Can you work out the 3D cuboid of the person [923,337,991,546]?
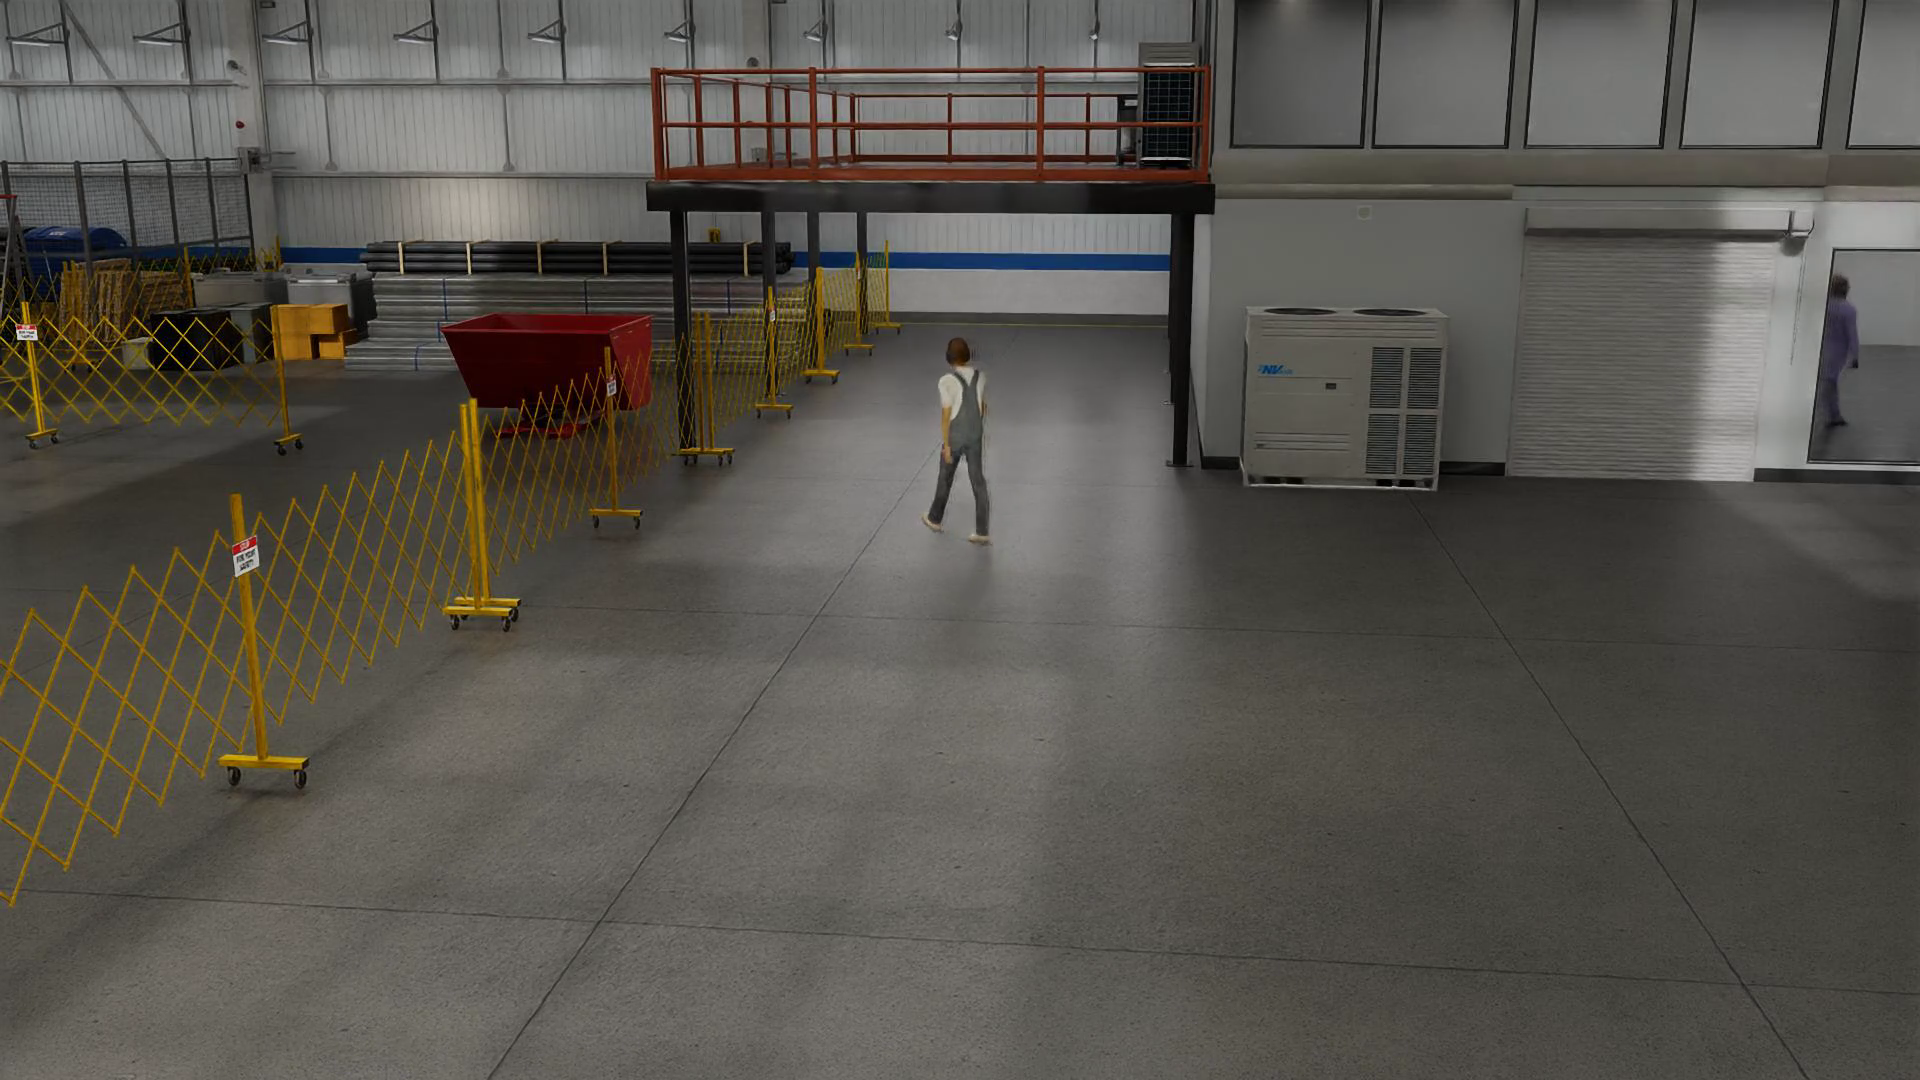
[{"bbox_3d":[0.005,-0.884,14.664,0.515,1.798,0.945,-8,16,-28],"label":"person"}]
